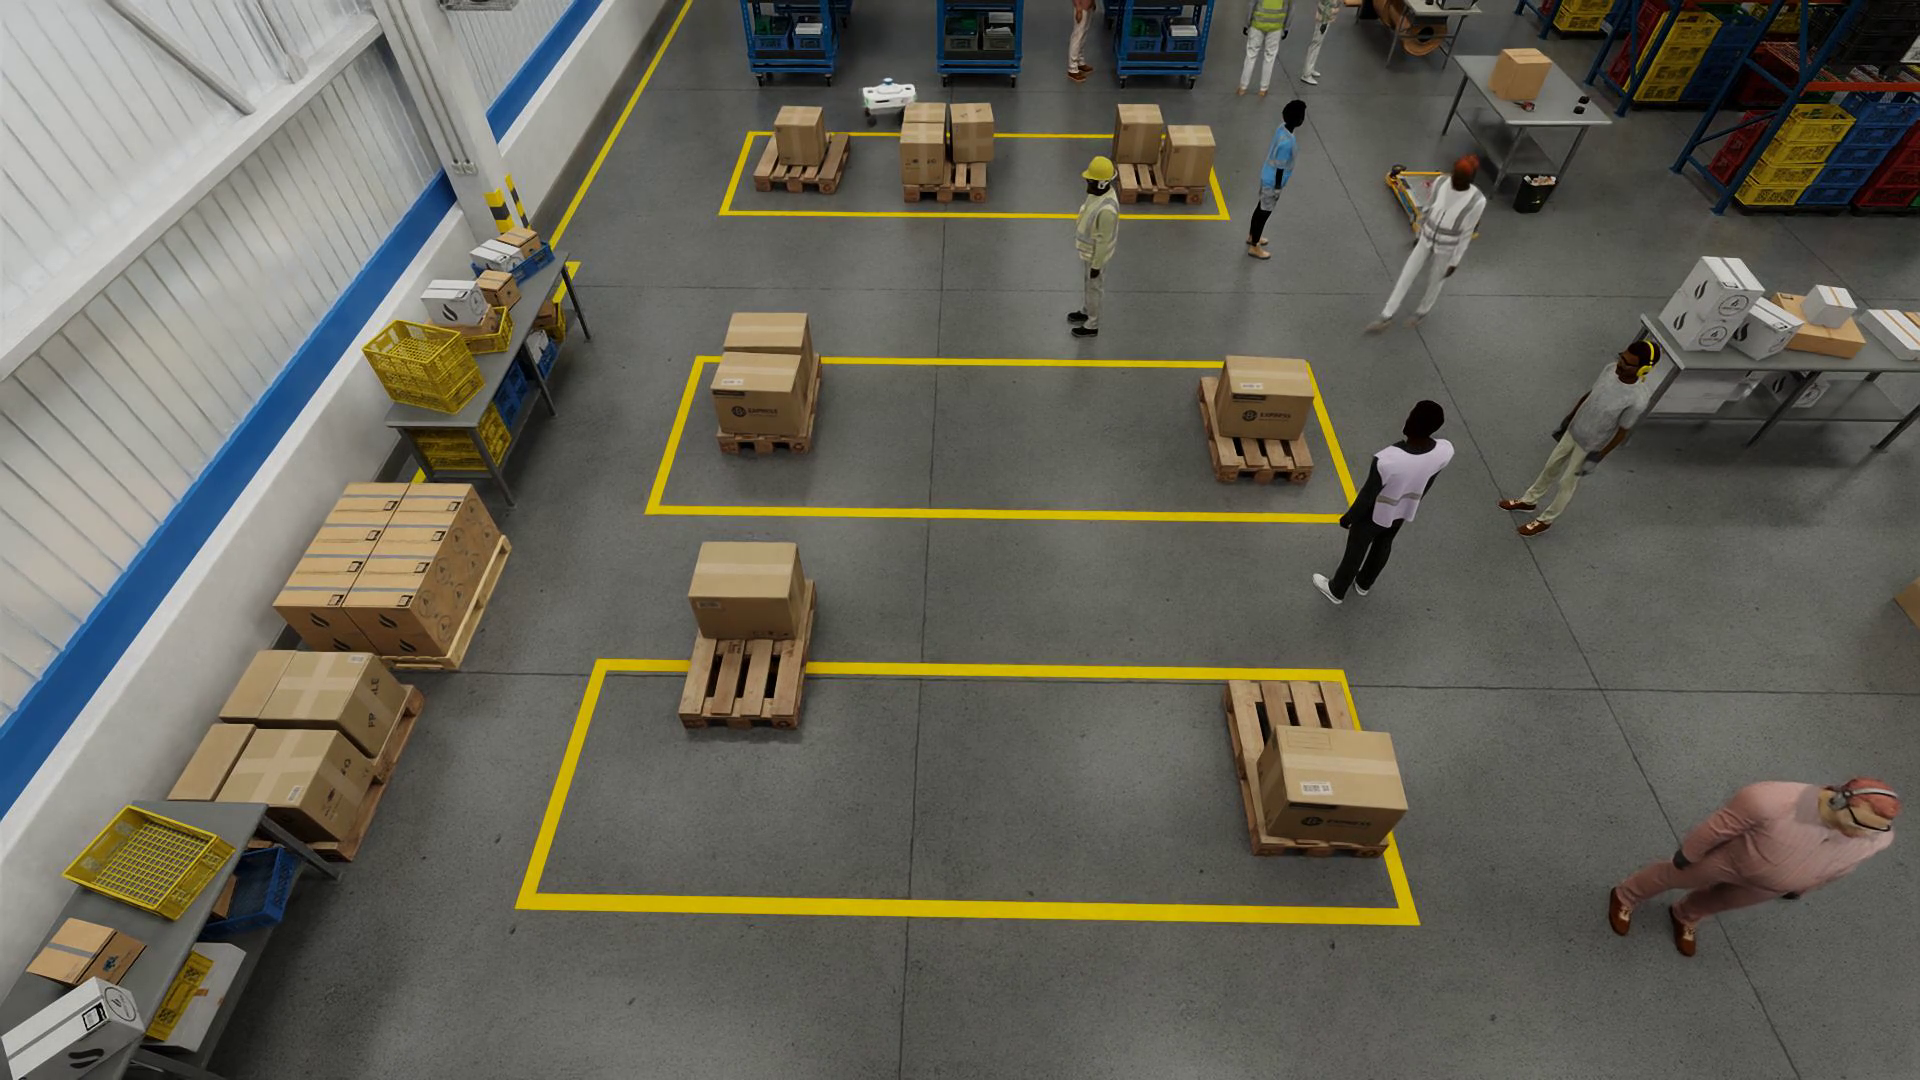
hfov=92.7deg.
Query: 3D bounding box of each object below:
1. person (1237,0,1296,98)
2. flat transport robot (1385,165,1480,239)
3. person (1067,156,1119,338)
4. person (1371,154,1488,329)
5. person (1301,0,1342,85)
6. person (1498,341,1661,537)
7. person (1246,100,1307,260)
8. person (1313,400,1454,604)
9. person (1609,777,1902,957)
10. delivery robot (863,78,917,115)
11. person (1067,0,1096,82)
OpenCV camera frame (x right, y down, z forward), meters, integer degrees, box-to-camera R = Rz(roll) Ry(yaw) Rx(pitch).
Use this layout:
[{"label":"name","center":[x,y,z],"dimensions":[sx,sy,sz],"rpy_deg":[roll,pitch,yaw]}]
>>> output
[{"label":"person","center":[4.230,-7.092,12.624],"dimensions":[0.633,1.839,0.429],"rpy_deg":[10,50,9]},{"label":"flat transport robot","center":[5.692,-4.094,11.059],"dimensions":[0.652,0.197,1.431],"rpy_deg":[1,49,1]},{"label":"person","center":[1.309,-2.851,8.965],"dimensions":[0.403,1.828,0.597],"rpy_deg":[-2,49,-1]},{"label":"person","center":[4.651,-2.877,8.960],"dimensions":[0.542,1.870,0.588],"rpy_deg":[-29,55,-23]},{"label":"person","center":[5.194,-7.395,13.016],"dimensions":[0.306,1.639,0.523],"rpy_deg":[18,52,15]},{"label":"person","center":[4.833,-0.773,7.137],"dimensions":[0.328,1.868,0.513],"rpy_deg":[-5,49,-4]},{"label":"person","center":[3.430,-3.918,9.969],"dimensions":[0.319,1.697,0.533],"rpy_deg":[8,50,7]},{"label":"person","center":[3.066,-0.227,6.629],"dimensions":[0.593,1.920,0.391],"rpy_deg":[-13,50,-11]},{"label":"person","center":[4.249,1.760,4.927],"dimensions":[0.650,1.900,0.398],"rpy_deg":[16,51,14]},{"label":"delivery robot","center":[-0.959,-6.030,12.488],"dimensions":[0.707,0.478,0.477],"rpy_deg":[-8,50,-7]},{"label":"person","center":[1.775,-7.601,12.961],"dimensions":[0.375,1.997,0.611],"rpy_deg":[20,52,17]}]
